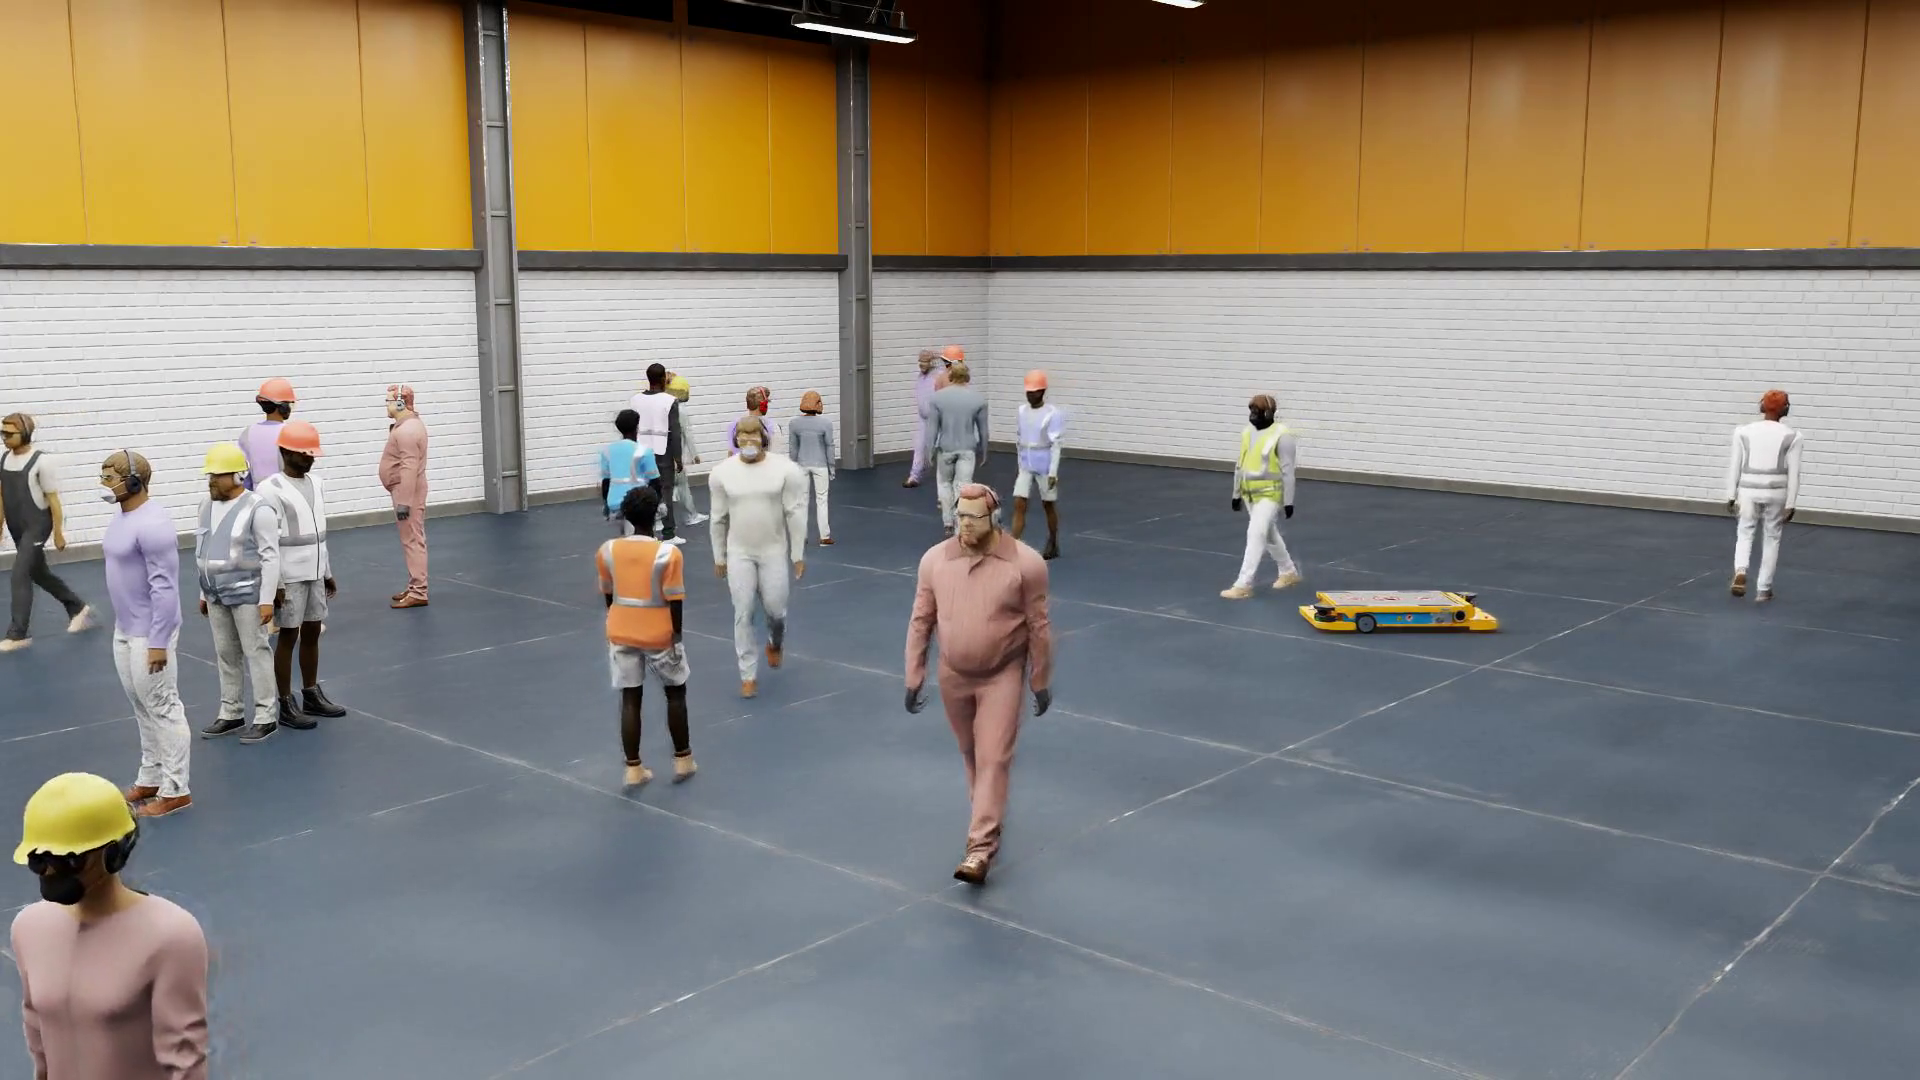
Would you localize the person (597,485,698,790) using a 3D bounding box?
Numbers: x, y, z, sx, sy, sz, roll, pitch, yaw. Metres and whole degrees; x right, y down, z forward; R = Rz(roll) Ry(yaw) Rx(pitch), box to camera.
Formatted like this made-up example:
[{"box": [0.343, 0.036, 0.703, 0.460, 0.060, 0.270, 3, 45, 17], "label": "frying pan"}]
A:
[{"box": [-1.744, 0.528, 9.241, 0.551, 1.677, 0.533, 2, 9, 13], "label": "person"}]

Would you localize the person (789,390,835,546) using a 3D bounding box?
[{"box": [-1.543, -0.746, 17.417, 0.499, 1.634, 0.279, 2, 9, 13], "label": "person"}]

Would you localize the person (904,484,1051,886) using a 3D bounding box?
[{"box": [0.059, 0.660, 7.893, 0.678, 1.852, 0.993, 4, 10, 21], "label": "person"}]

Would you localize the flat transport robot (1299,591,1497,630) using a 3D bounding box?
[{"box": [3.525, 0.565, 13.447, 1.431, 0.197, 0.652, 0, 9, -1], "label": "flat transport robot"}]

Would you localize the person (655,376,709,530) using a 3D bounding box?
[{"box": [-3.094, -0.968, 18.598, 0.829, 1.708, 0.492, -6, 11, -35], "label": "person"}]

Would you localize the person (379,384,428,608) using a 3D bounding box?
[{"box": [-4.752, -0.376, 14.243, 0.409, 1.907, 0.648, -2, 9, -14], "label": "person"}]

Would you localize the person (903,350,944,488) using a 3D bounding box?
[{"box": [-0.333, -1.632, 22.329, 0.646, 1.852, 1.006, 9, 13, 44], "label": "person"}]

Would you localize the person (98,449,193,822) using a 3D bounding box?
[{"box": [-4.279, 0.489, 8.707, 0.367, 1.939, 0.635, -9, 12, -43], "label": "person"}]

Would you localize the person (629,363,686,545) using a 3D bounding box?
[{"box": [-3.177, -0.889, 17.423, 0.591, 1.919, 0.391, 3, 10, 20], "label": "person"}]

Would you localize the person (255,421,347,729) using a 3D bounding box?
[{"box": [-4.140, 0.211, 10.480, 0.366, 1.931, 0.542, 3, 9, 17], "label": "person"}]

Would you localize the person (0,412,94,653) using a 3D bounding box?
[{"box": [-7.105, -0.092, 12.791, 0.514, 1.812, 0.924, 4, 10, 24], "label": "person"}]

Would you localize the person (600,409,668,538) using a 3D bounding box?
[{"box": [-2.822, -0.311, 14.572, 0.542, 1.667, 0.796, 5, 10, 28], "label": "person"}]

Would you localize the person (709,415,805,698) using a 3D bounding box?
[{"box": [-1.371, 0.085, 11.333, 0.651, 1.910, 0.661, 0, 9, 1], "label": "person"}]

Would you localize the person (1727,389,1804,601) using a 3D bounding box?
[{"box": [6.928, -0.374, 14.359, 0.587, 1.863, 0.594, 6, 11, 35], "label": "person"}]

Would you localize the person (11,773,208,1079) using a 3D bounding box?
[{"box": [-1.959, 1.368, 3.883, 0.528, 1.722, 0.906, 1, 9, 9], "label": "person"}]

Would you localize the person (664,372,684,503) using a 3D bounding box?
[{"box": [-3.654, -1.282, 20.775, 0.517, 1.636, 0.313, 5, 10, 27], "label": "person"}]

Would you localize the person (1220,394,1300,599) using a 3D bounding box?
[{"box": [2.713, -0.403, 14.766, 0.958, 1.801, 0.644, -5, 10, -28], "label": "person"}]

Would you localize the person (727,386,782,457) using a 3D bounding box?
[{"box": [-1.834, -0.455, 14.924, 0.570, 1.843, 0.373, 5, 10, 28], "label": "person"}]

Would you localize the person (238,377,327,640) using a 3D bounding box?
[{"box": [-5.294, -0.244, 12.979, 0.609, 2.044, 0.395, 3, 9, 18], "label": "person"}]

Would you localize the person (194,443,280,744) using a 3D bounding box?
[{"box": [-4.408, 0.321, 10.101, 0.600, 1.828, 0.404, 4, 10, 24], "label": "person"}]

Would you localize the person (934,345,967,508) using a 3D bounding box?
[{"box": [-0.091, -1.352, 20.092, 0.375, 1.995, 0.611, -5, 11, -31], "label": "person"}]

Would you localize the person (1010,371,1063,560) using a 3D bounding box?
[{"box": [0.707, -0.700, 16.307, 0.576, 1.887, 0.965, 6, 11, 35], "label": "person"}]

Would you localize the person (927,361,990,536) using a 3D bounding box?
[{"box": [-0.010, -0.955, 17.839, 0.662, 1.909, 0.809, 0, 9, 2], "label": "person"}]
